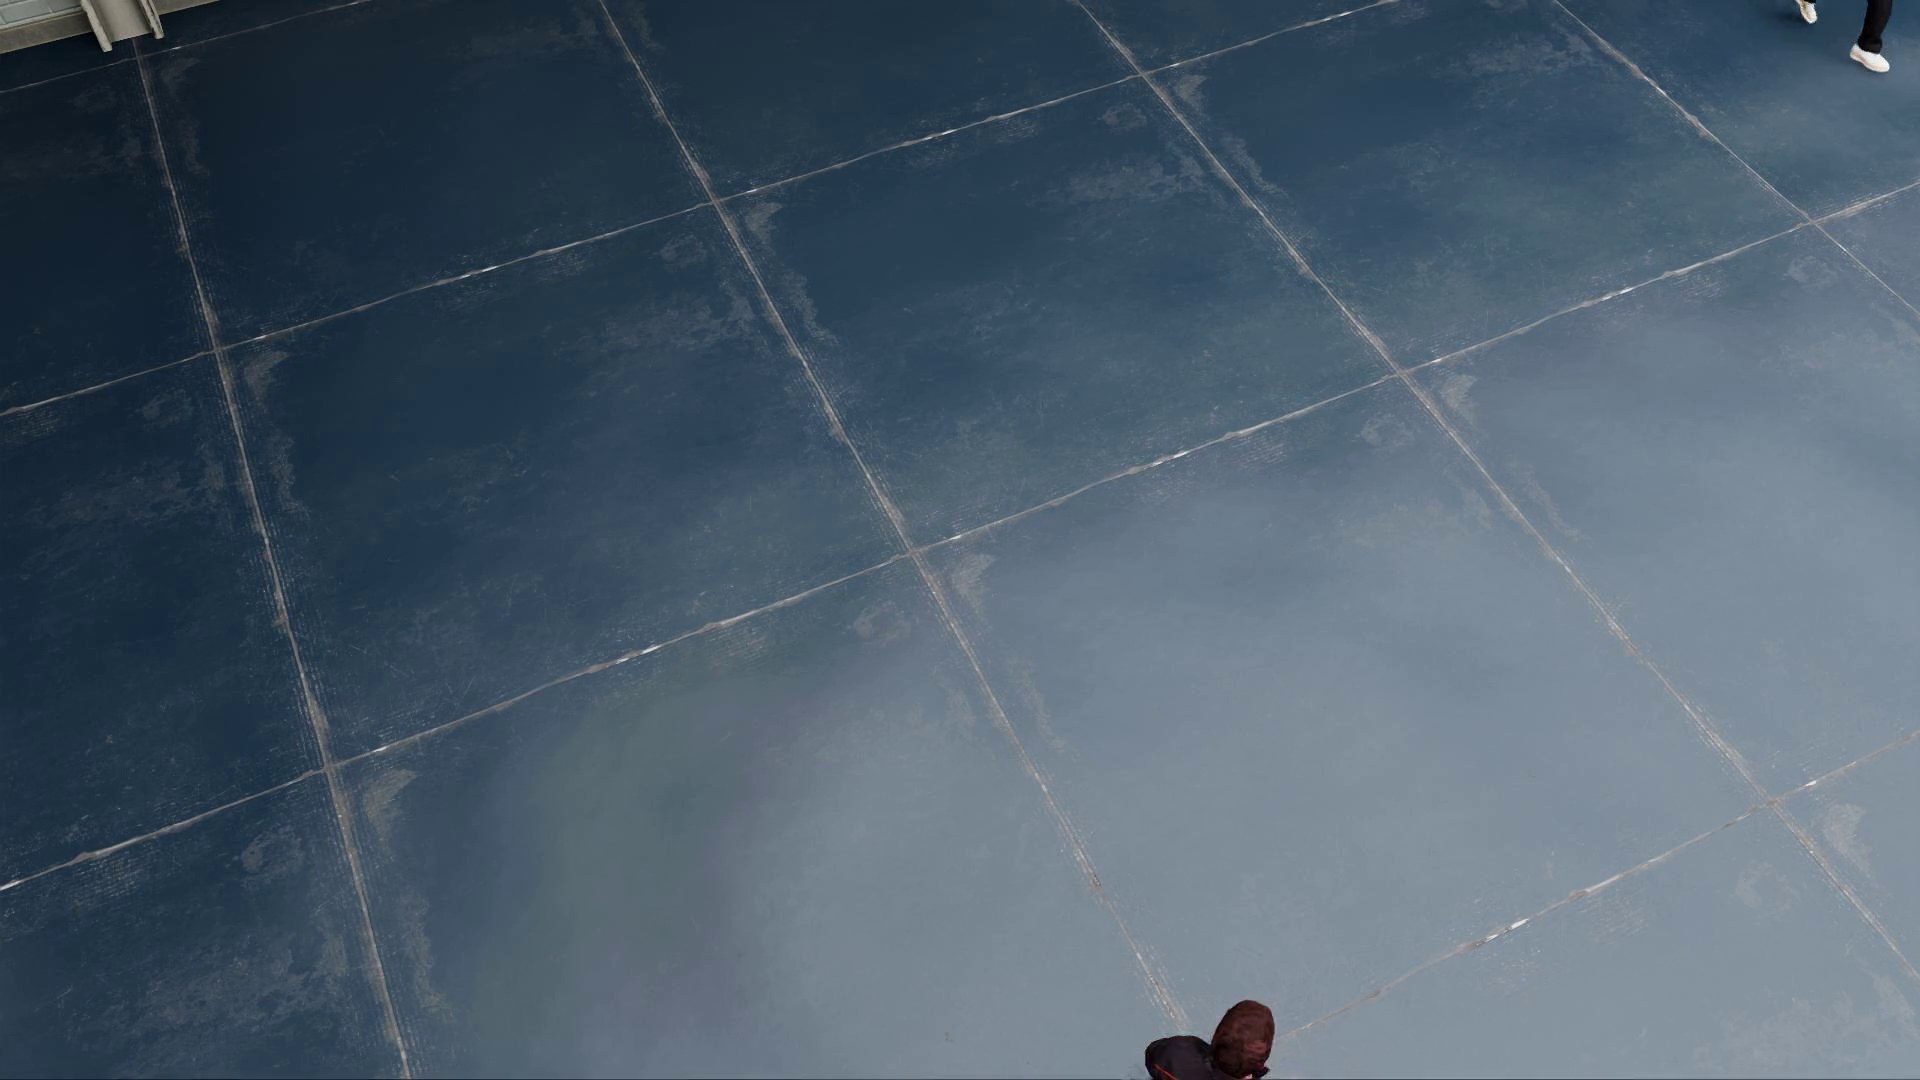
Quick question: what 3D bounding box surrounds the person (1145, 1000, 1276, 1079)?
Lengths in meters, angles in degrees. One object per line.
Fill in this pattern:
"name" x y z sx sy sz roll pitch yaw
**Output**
"person" 0.757 2.201 5.737 1.131 1.859 1.348 27 57 19
